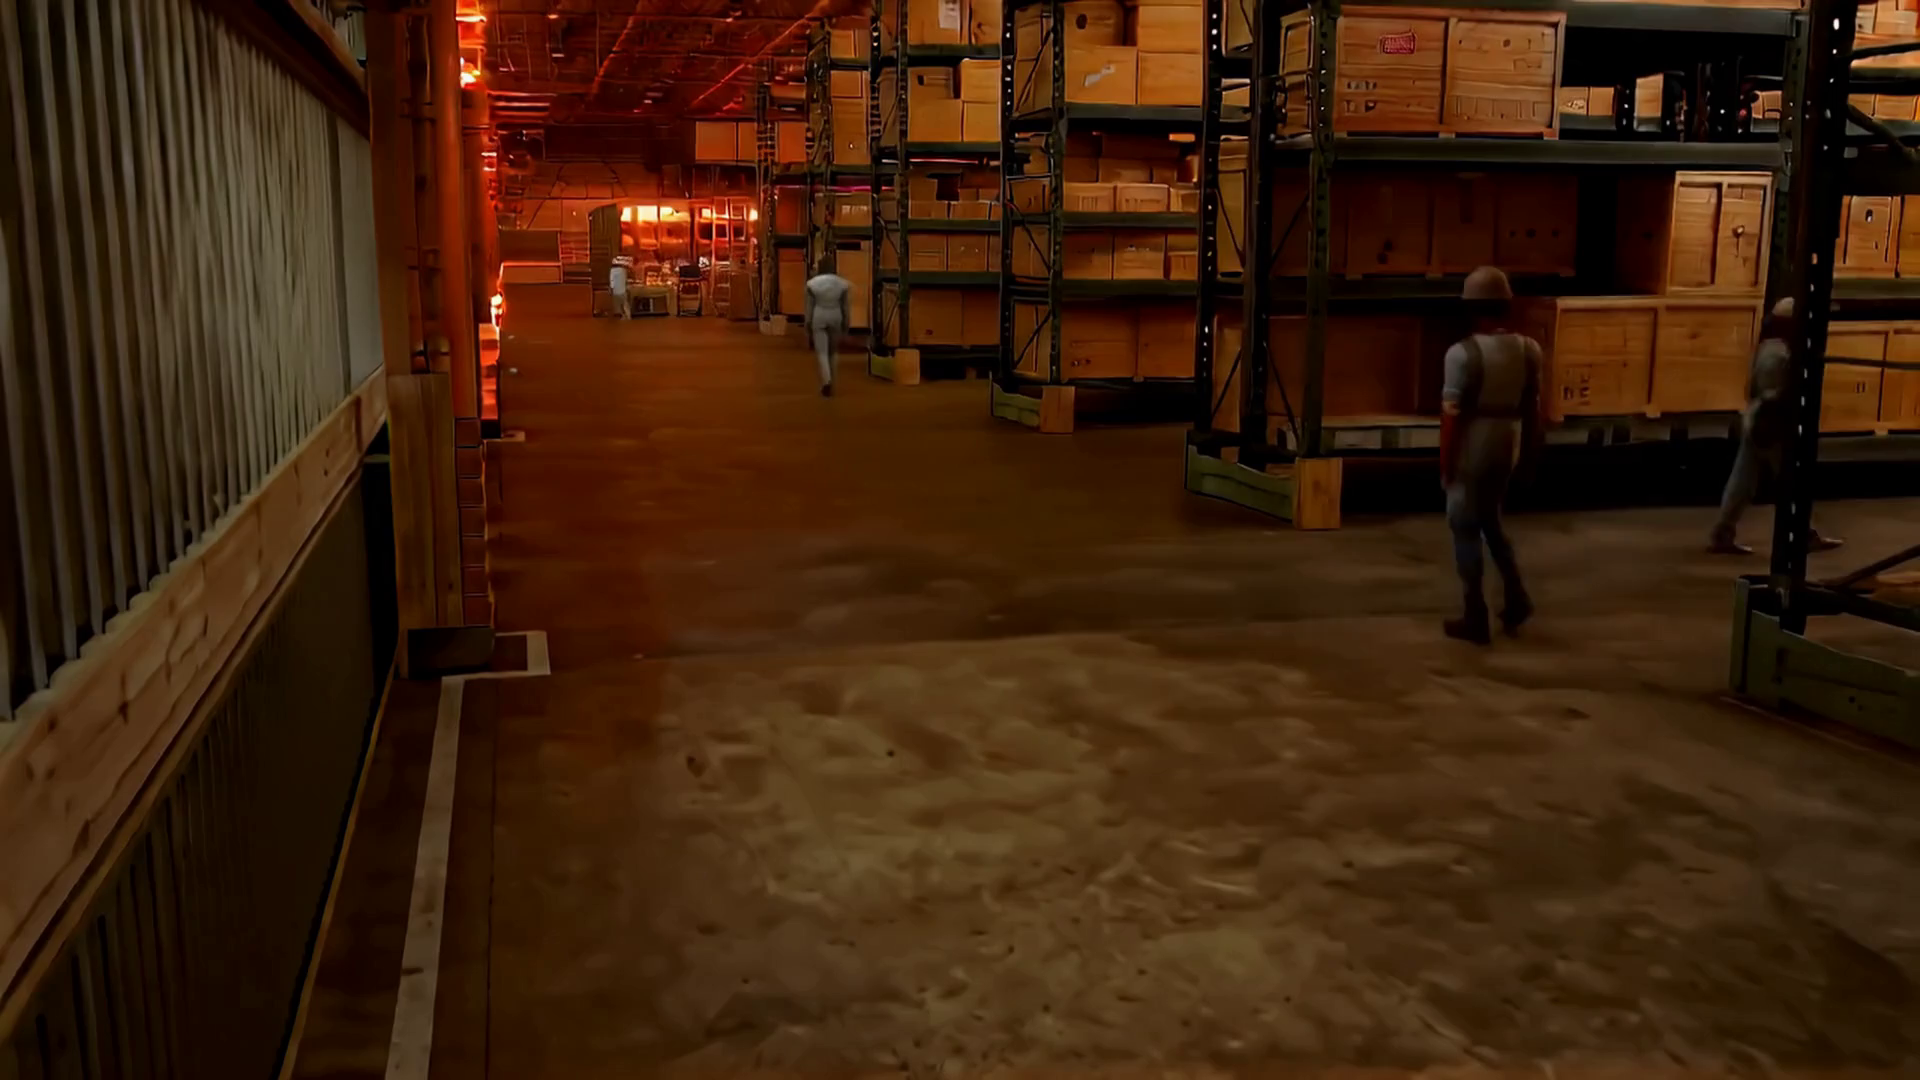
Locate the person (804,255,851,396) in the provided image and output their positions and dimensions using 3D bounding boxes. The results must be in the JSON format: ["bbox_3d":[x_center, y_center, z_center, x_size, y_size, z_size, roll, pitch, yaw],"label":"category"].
[{"bbox_3d":[-1.802,-2.928,22.731,0.631,1.911,0.947,-2,10,-13],"label":"person"}]

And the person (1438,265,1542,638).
[{"bbox_3d":[2.690,-0.426,8.479,0.561,1.927,0.522,-3,11,-18],"label":"person"}]

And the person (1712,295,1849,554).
[{"bbox_3d":[5.383,-0.735,10.861,0.862,1.698,0.481,0,10,1],"label":"person"}]

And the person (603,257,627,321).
[{"bbox_3d":[-9.414,-6.843,45.409,0.844,1.708,0.557,8,13,39],"label":"person"}]
